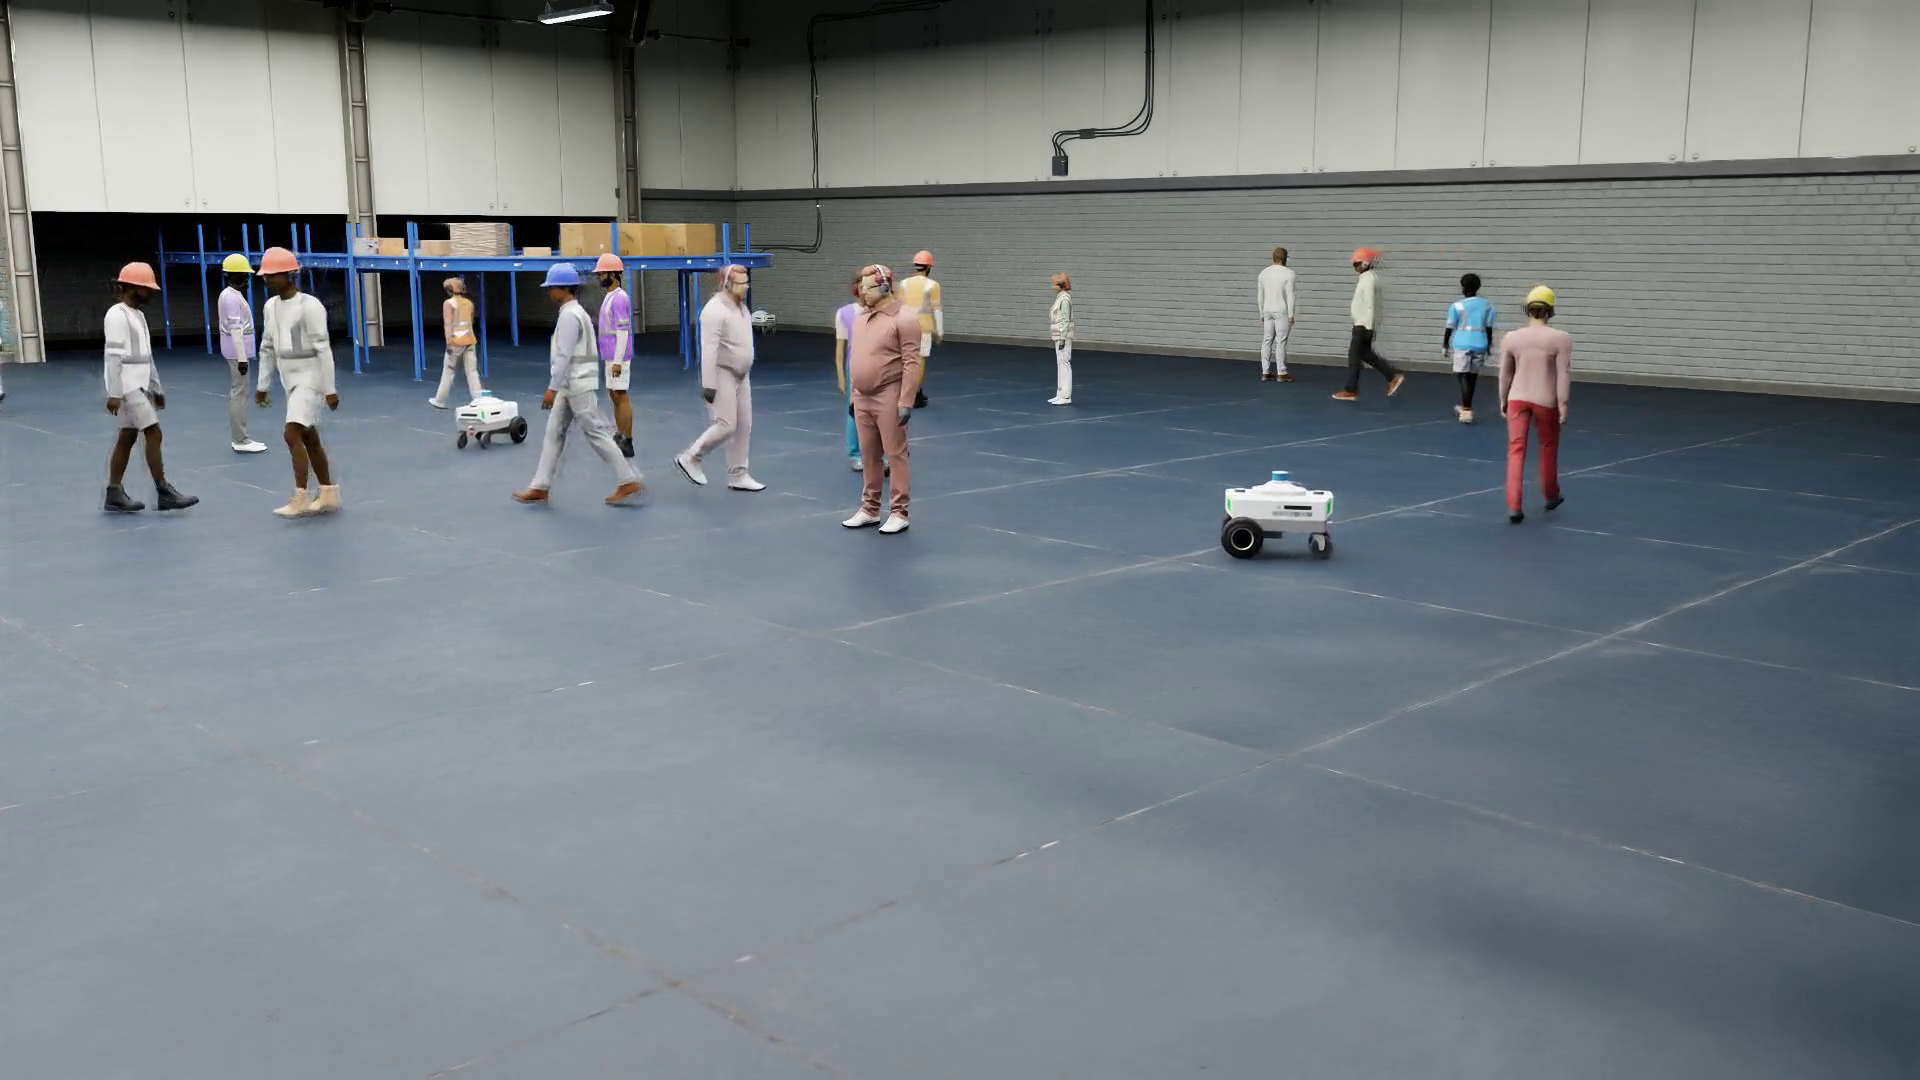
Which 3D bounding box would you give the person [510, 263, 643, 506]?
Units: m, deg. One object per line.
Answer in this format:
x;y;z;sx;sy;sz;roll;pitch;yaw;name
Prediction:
-2.999;-1.205;13.022;1.020;1.904;0.617;-3;11;-15;person

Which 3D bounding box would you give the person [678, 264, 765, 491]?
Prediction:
-1.978;-1.333;13.737;0.599;1.881;0.688;4;11;19;person

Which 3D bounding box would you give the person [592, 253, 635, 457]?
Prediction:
-3.323;-1.768;15.949;0.355;1.939;0.543;-4;11;-22;person

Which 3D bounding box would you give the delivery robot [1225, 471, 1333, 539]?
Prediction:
2.135;-0.217;11.125;0.707;0.478;0.477;2;11;10;delivery robot

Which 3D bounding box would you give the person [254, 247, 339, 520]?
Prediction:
-5.011;-1.155;12.395;0.613;2.010;0.797;8;13;37;person

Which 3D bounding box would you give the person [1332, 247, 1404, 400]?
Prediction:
5.304;-2.788;21.446;0.839;1.967;0.623;2;11;13;person

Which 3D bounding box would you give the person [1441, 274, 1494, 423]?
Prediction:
5.750;-2.189;18.946;0.551;1.664;0.707;-2;11;-10;person

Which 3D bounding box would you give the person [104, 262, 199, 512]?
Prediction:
-6.223;-1.161;12.746;0.853;1.896;0.568;-2;11;-11;person

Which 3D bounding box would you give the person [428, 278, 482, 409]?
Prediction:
-6.079;-2.346;20.013;0.810;1.594;0.572;5;11;25;person

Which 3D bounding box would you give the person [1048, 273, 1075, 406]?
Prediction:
1.278;-2.514;20.833;0.309;1.640;0.512;-1;10;-4;person

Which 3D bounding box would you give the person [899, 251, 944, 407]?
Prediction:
-0.451;-2.629;20.714;0.572;1.904;0.786;5;12;25;person

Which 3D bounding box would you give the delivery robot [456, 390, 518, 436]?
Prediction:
-4.803;-1.276;16.903;0.477;0.478;0.707;3;11;15;delivery robot

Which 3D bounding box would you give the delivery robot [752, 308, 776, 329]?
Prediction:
-4.325;-4.798;36.109;0.477;0.478;0.707;-10;14;-44;delivery robot

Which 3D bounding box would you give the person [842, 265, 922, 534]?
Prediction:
-0.582;-1.006;11.900;0.636;1.902;0.406;10;14;43;person

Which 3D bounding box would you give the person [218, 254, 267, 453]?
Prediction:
-7.053;-1.832;16.322;0.369;1.925;0.594;-5;11;-25;person

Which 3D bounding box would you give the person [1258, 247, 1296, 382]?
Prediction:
4.615;-3.286;24.222;0.377;1.940;0.629;-9;14;-42;person

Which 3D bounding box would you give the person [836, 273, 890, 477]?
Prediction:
-0.809;-1.460;14.683;0.580;1.781;0.997;-3;11;-14;person

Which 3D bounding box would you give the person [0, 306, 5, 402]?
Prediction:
-11.629;-2.333;19.863;0.415;1.627;0.531;4;11;19;person

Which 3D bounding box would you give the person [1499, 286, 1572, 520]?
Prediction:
4.331;-1.033;12.500;0.555;1.718;0.884;7;13;34;person
